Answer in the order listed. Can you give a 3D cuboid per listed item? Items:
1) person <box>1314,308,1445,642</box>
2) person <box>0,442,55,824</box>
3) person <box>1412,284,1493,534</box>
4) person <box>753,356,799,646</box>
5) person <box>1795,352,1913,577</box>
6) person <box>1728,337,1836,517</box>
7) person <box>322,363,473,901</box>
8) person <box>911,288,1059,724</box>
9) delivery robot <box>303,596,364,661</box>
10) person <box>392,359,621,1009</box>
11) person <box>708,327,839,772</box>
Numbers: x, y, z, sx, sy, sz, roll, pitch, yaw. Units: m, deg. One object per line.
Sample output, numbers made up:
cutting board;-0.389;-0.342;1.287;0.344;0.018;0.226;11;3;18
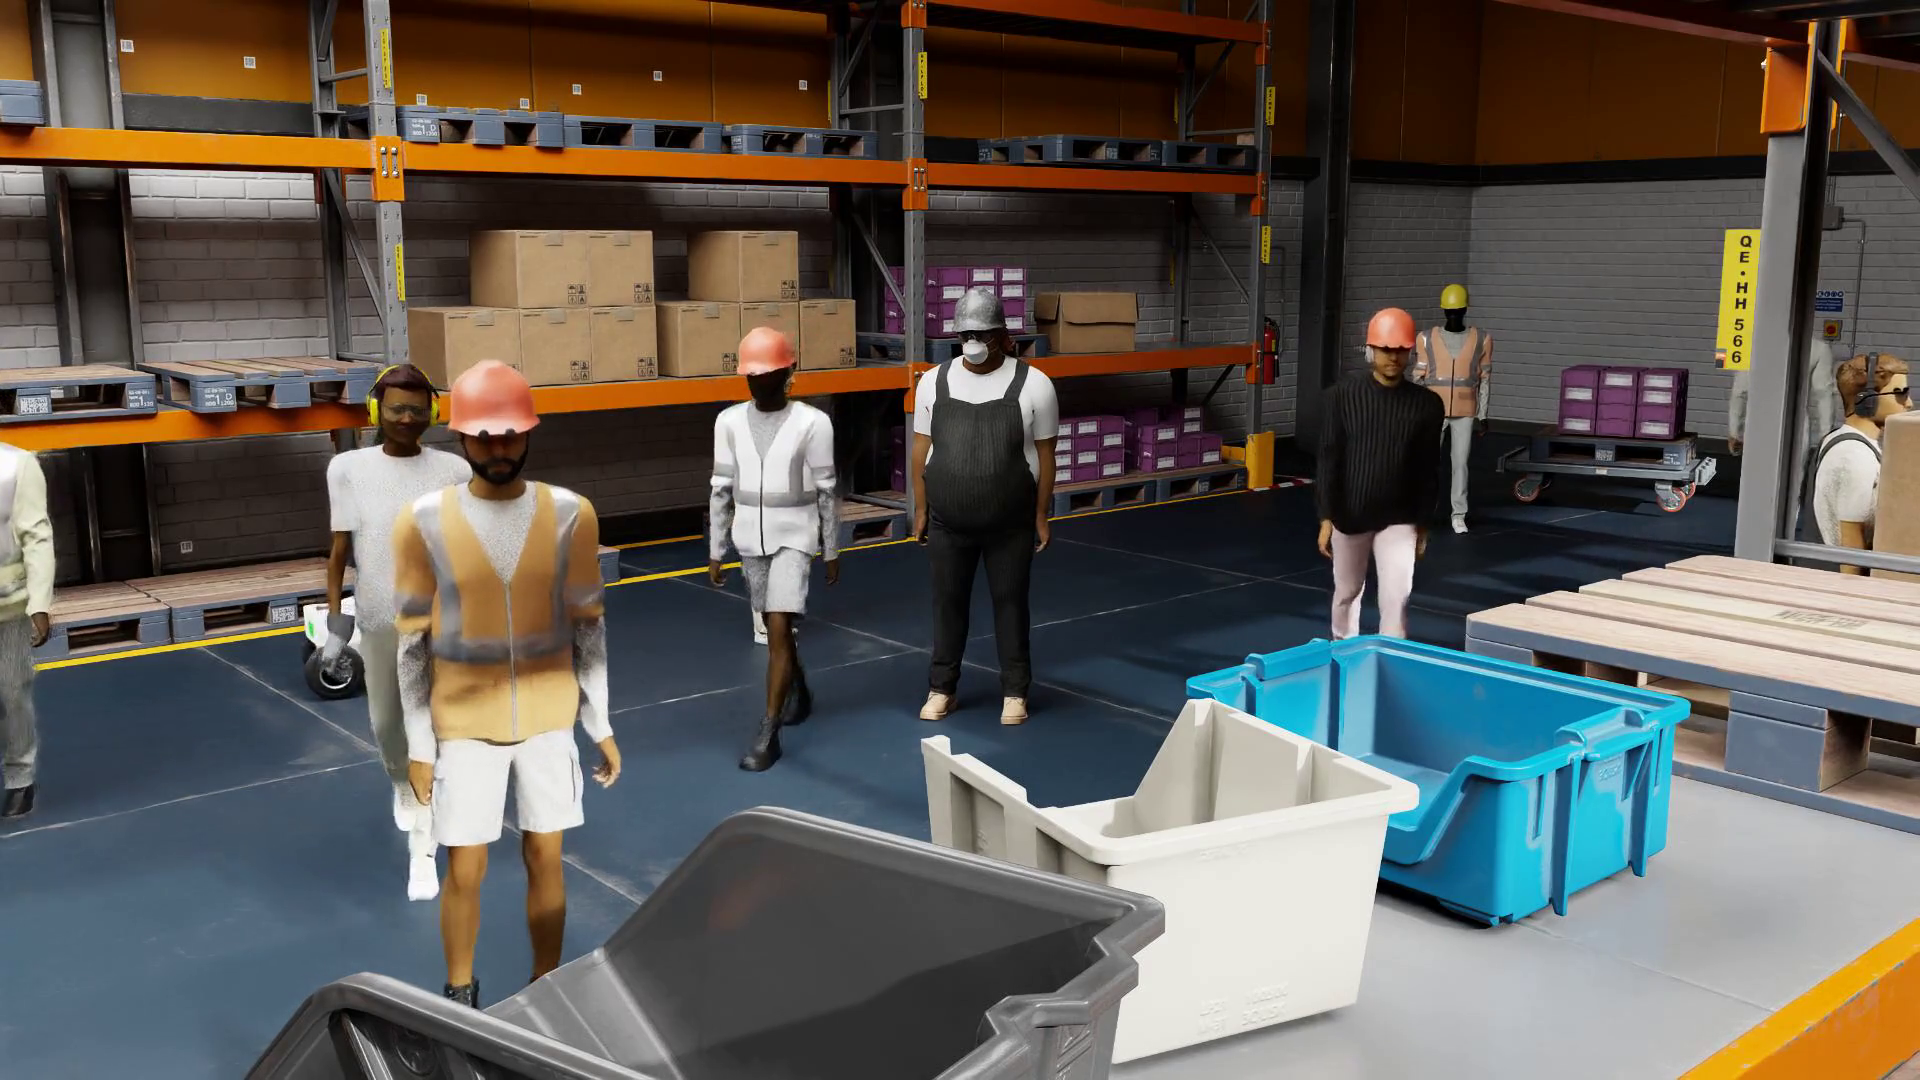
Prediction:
person;1.971;-0.129;7.908;0.604;1.951;1.040;1;10;7
person;-3.681;0.248;6.176;0.596;1.794;0.811;-4;11;-21
person;3.778;-1.001;12.816;0.593;1.925;0.384;2;10;13
person;-1.042;-0.228;9.299;0.311;1.636;0.522;-1;10;-4
person;3.266;0.231;6.145;0.349;1.845;0.503;3;11;19
person;5.704;-0.752;11.569;0.665;1.881;0.804;4;11;22
person;-2.000;0.270;5.976;0.525;1.838;0.933;-3;10;-14
person;0.095;-0.146;7.706;0.687;2.000;0.535;2;10;11
delivery robot;-2.936;0.424;8.416;0.707;0.478;0.477;-4;11;-23
person;-1.215;0.482;4.484;0.547;1.939;0.369;-5;11;-24
person;-0.820;-0.009;7.401;0.551;1.885;1.009;3;11;16
